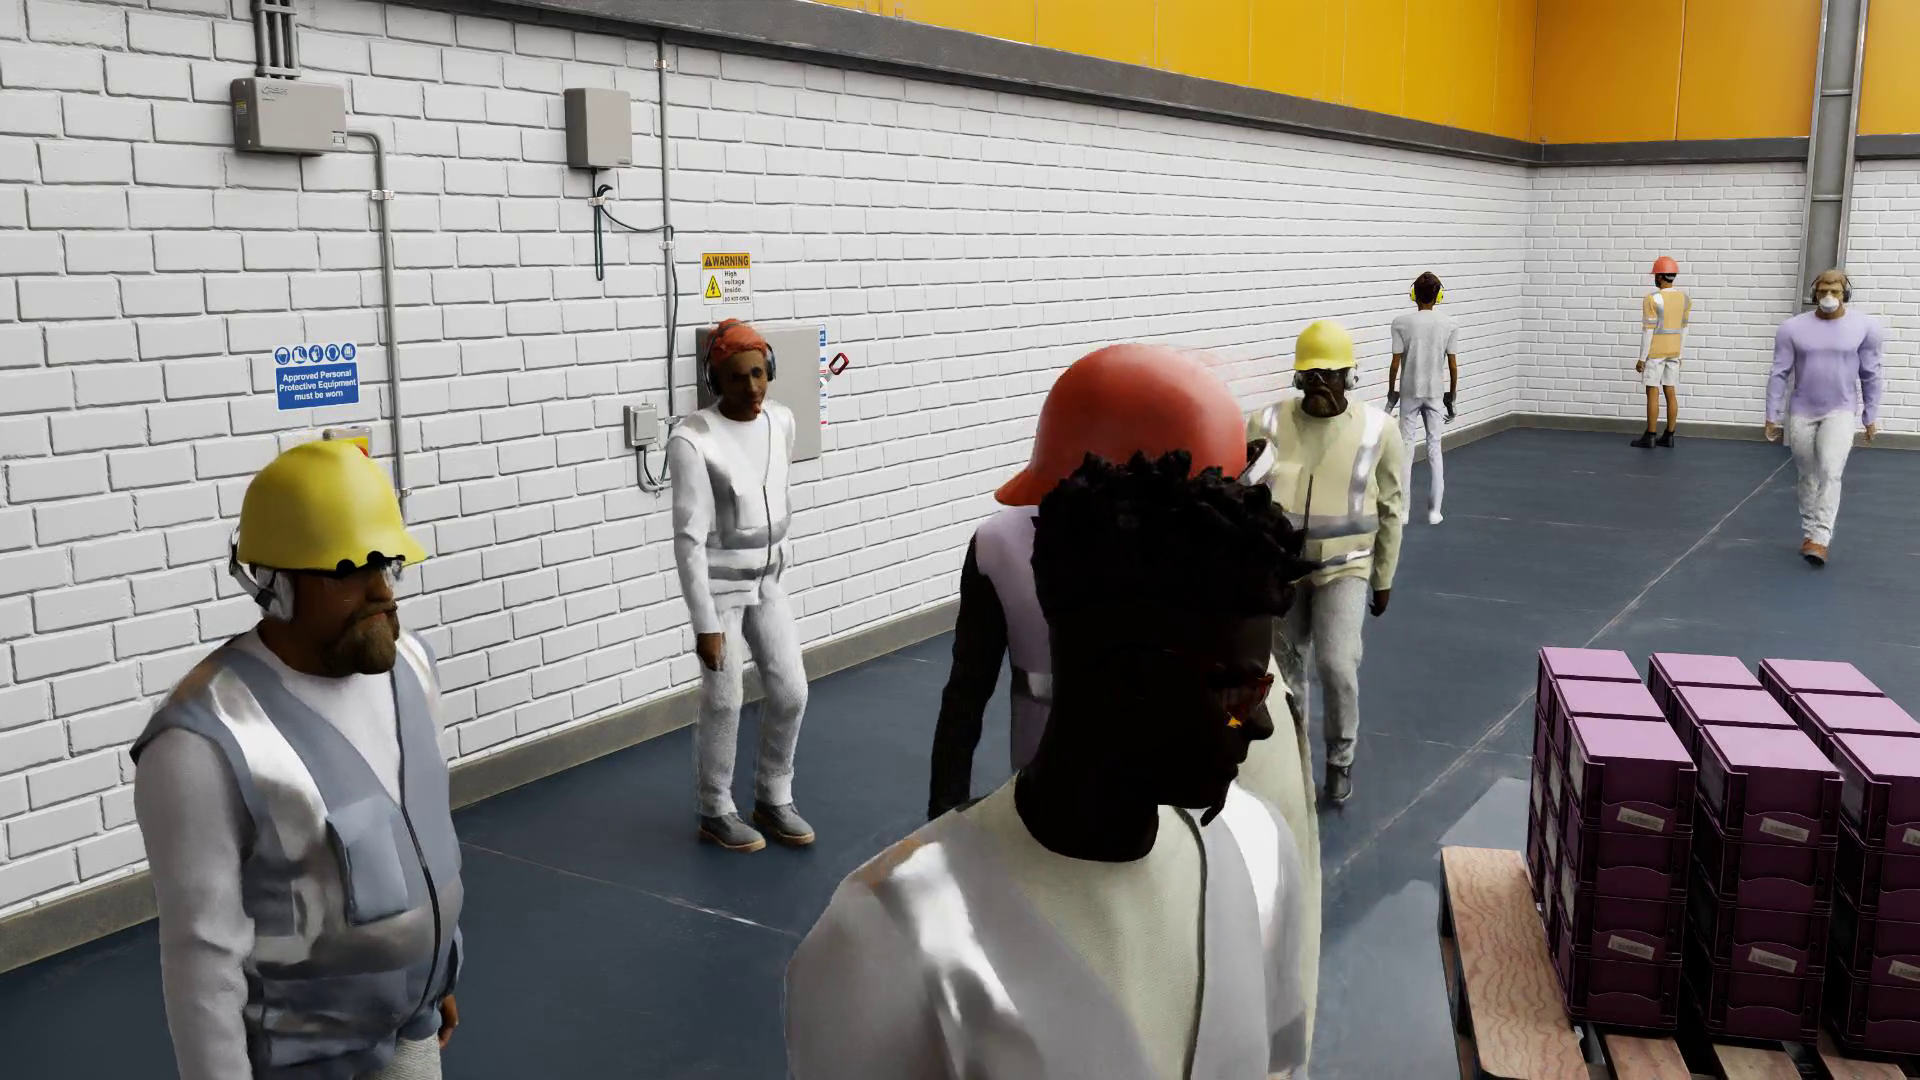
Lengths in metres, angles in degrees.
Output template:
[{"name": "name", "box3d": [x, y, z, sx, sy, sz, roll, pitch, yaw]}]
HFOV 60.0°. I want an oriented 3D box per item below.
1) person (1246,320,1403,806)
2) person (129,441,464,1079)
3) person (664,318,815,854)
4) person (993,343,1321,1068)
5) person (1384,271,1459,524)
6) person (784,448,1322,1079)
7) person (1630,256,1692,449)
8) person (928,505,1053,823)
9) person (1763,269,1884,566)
[{"name": "person", "box3d": [1.302, 0.102, 6.144, 0.601, 1.817, 0.430, 4, 11, 23]}, {"name": "person", "box3d": [-0.980, 0.743, 2.619, 0.442, 1.811, 0.592, 3, 11, 17]}, {"name": "person", "box3d": [-0.765, 0.183, 5.583, 0.512, 1.848, 0.614, 8, 13, 37]}, {"name": "person", "box3d": [0.238, 0.739, 2.134, 0.418, 1.978, 0.631, 2, 10, 9]}, {"name": "person", "box3d": [3.420, -1.047, 12.341, 0.532, 1.870, 0.315, 1, 10, 7]}, {"name": "person", "box3d": [0.205, 0.883, 1.546, 0.649, 1.907, 0.812, -9, 13, -40]}, {"name": "person", "box3d": [7.083, -1.890, 16.820, 0.545, 1.941, 0.351, -4, 11, -19]}, {"name": "person", "box3d": [0.252, 0.576, 3.361, 0.666, 1.854, 0.979, 2, 10, 11]}, {"name": "person", "box3d": [5.565, -0.790, 10.806, 0.655, 1.901, 0.938, 7, 13, 36]}]
